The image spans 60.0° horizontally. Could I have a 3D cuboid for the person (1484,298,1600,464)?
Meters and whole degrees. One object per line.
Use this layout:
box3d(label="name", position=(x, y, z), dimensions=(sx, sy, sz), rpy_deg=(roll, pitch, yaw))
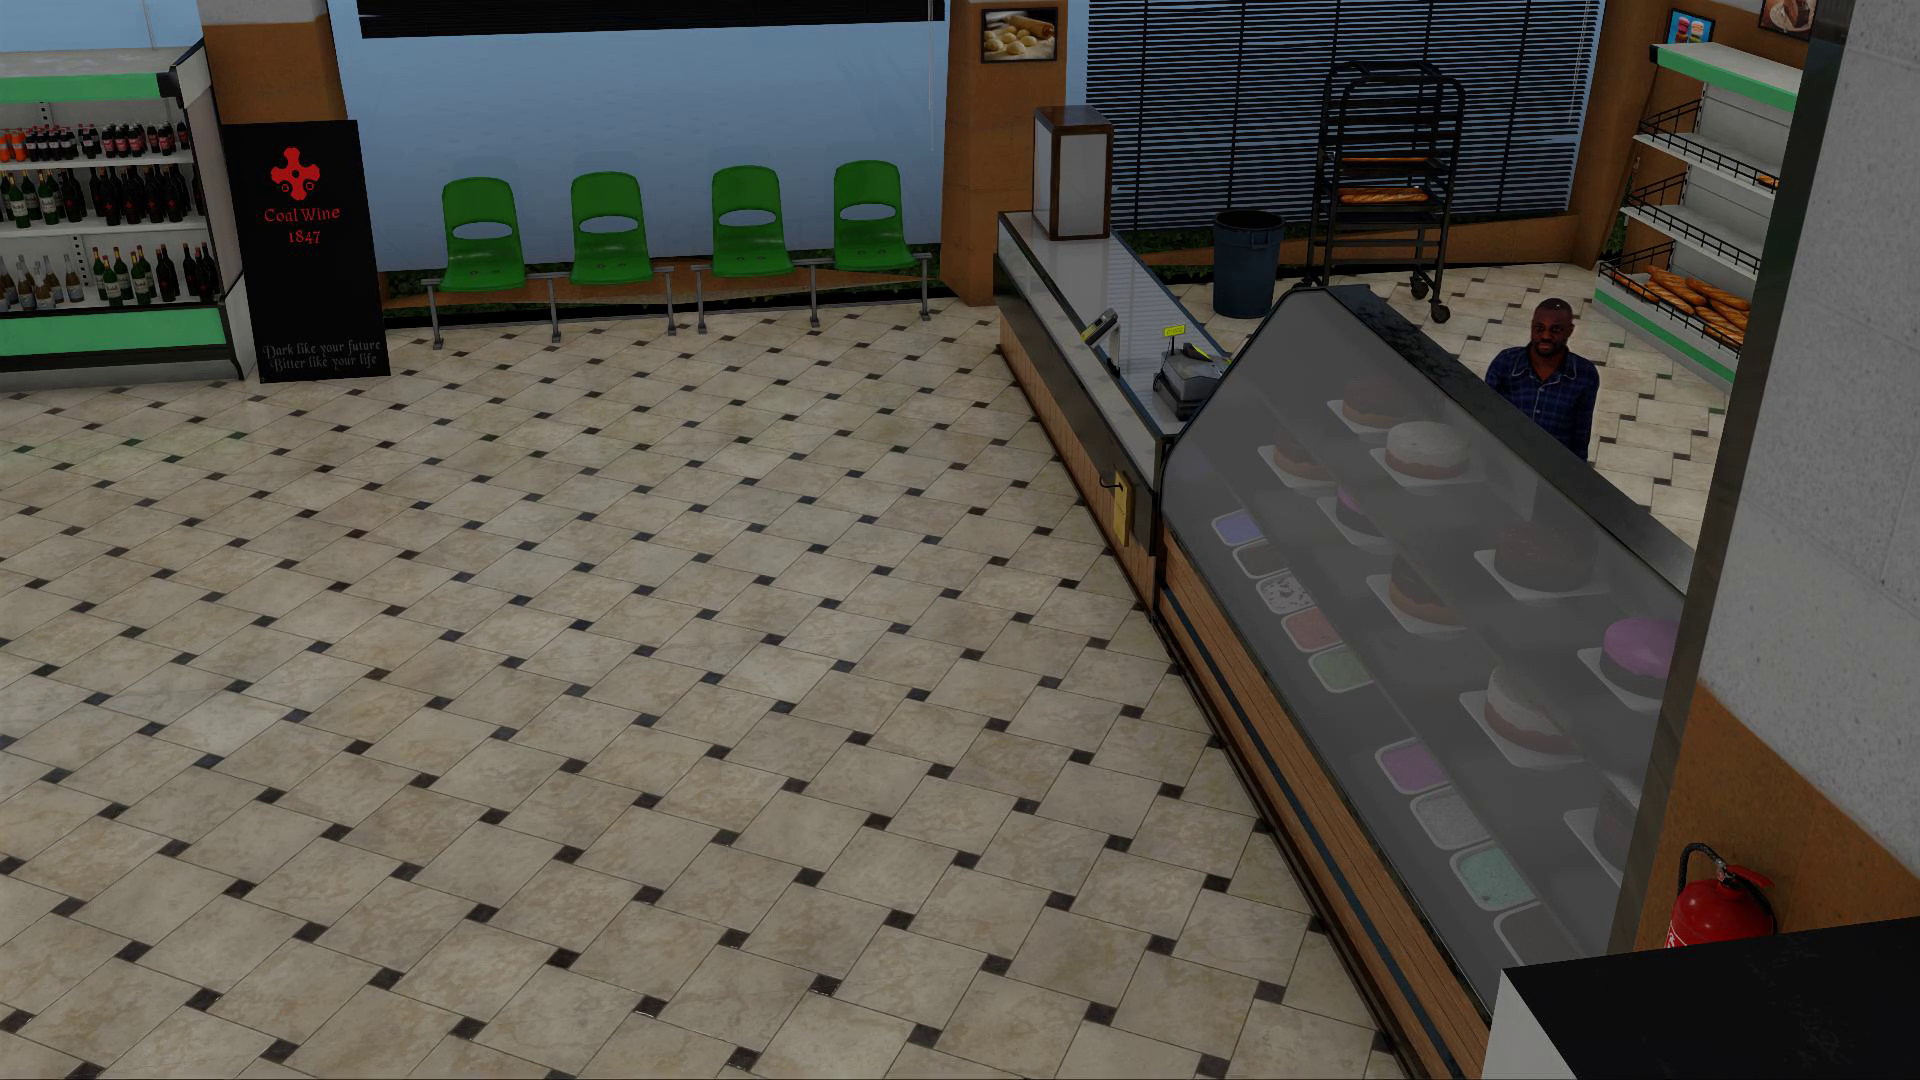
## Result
box3d(label="person", position=(2.576, -0.234, 7.591), dimensions=(0.721, 1.824, 0.830), rpy_deg=(9, 28, 18))
